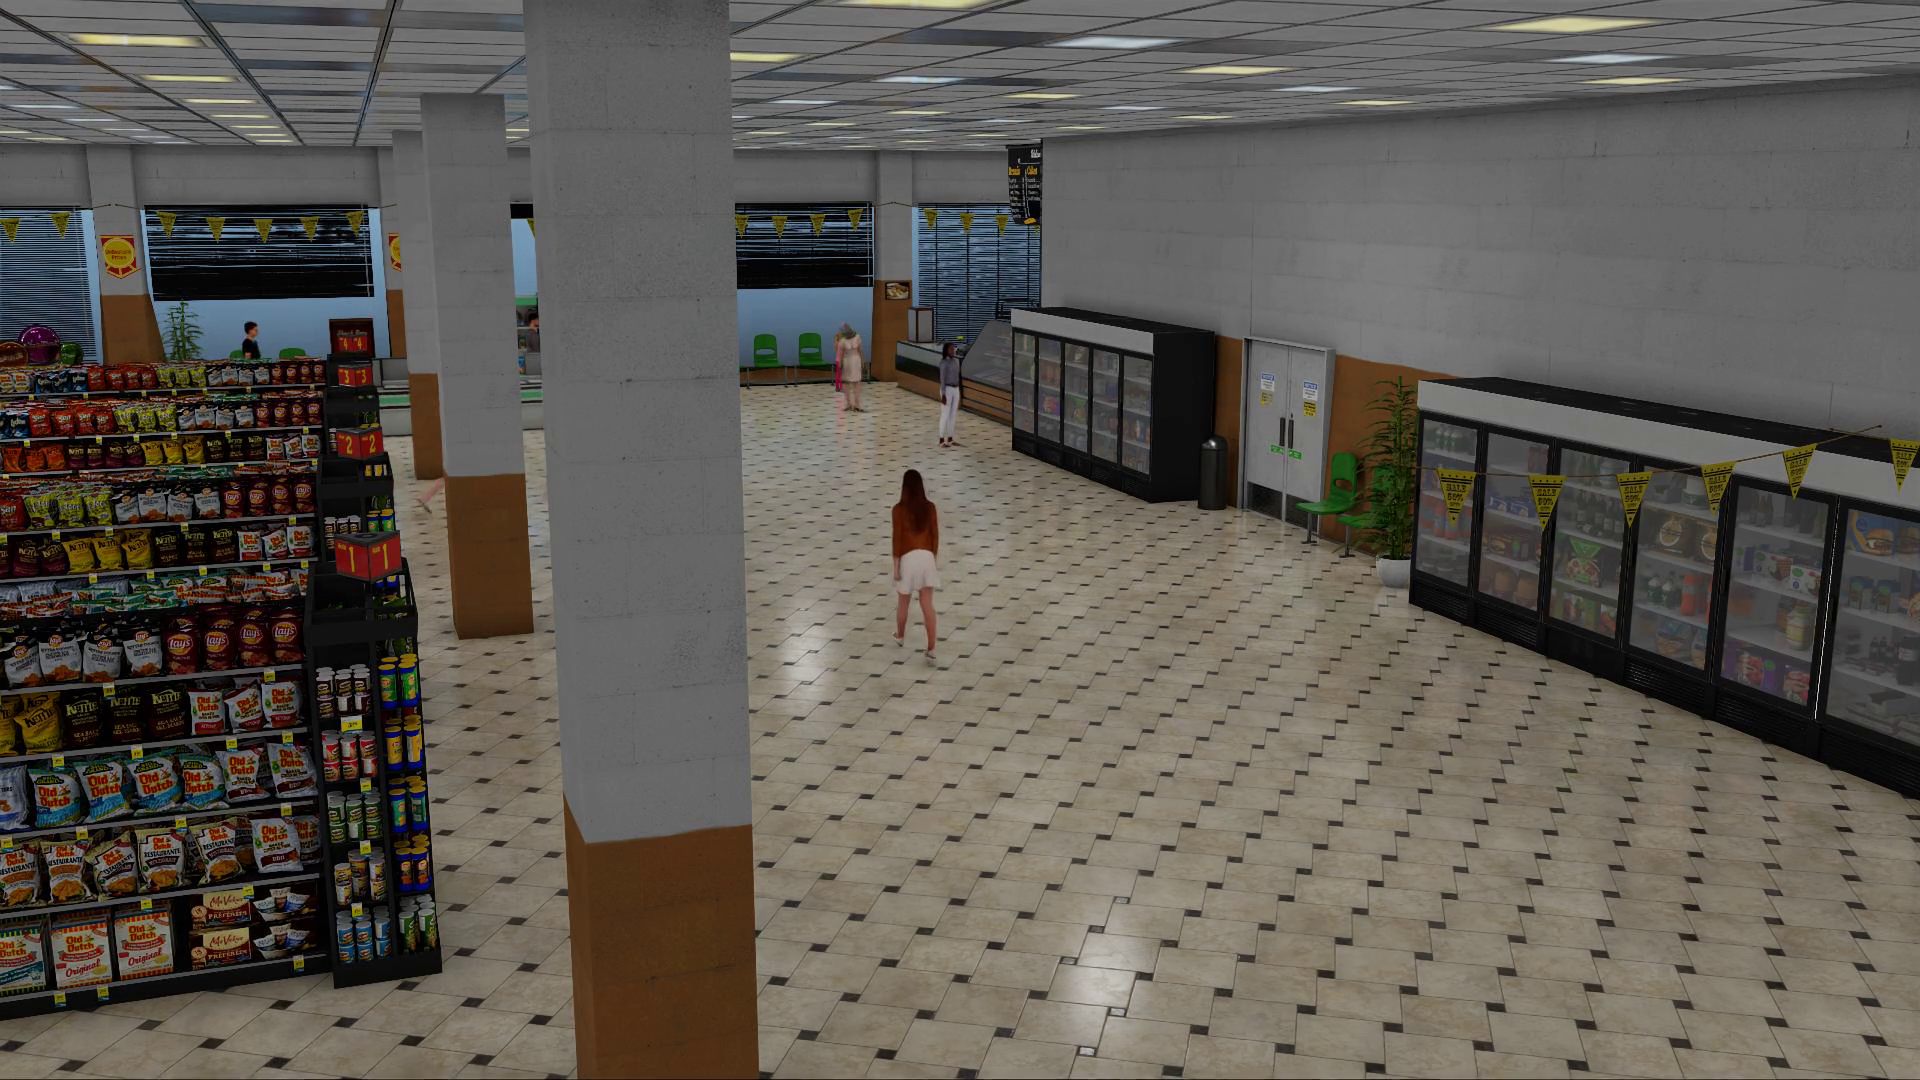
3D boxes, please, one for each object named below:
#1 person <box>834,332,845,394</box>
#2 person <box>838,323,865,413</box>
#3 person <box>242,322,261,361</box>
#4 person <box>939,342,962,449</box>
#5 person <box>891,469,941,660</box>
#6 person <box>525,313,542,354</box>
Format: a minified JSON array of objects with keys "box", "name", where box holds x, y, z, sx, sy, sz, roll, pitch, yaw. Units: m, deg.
[{"box":[-2.499,-3.725,34.810,0.540,1.270,0.521,-8,14,-33],"name":"person"},{"box":[-2.009,-3.292,31.697,0.489,1.706,0.722,-1,12,-7],"name":"person"},{"box":[-12.816,-2.991,29.929,0.620,1.845,0.668,-4,13,-19],"name":"person"},{"box":[-0.170,-2.397,27.406,0.731,1.724,0.618,9,15,37],"name":"person"},{"box":[-0.366,0.257,14.923,1.044,1.673,0.684,-4,13,-18],"name":"person"},{"box":[-8.008,-3.310,31.304,0.562,1.903,0.677,-5,13,-21],"name":"person"}]
